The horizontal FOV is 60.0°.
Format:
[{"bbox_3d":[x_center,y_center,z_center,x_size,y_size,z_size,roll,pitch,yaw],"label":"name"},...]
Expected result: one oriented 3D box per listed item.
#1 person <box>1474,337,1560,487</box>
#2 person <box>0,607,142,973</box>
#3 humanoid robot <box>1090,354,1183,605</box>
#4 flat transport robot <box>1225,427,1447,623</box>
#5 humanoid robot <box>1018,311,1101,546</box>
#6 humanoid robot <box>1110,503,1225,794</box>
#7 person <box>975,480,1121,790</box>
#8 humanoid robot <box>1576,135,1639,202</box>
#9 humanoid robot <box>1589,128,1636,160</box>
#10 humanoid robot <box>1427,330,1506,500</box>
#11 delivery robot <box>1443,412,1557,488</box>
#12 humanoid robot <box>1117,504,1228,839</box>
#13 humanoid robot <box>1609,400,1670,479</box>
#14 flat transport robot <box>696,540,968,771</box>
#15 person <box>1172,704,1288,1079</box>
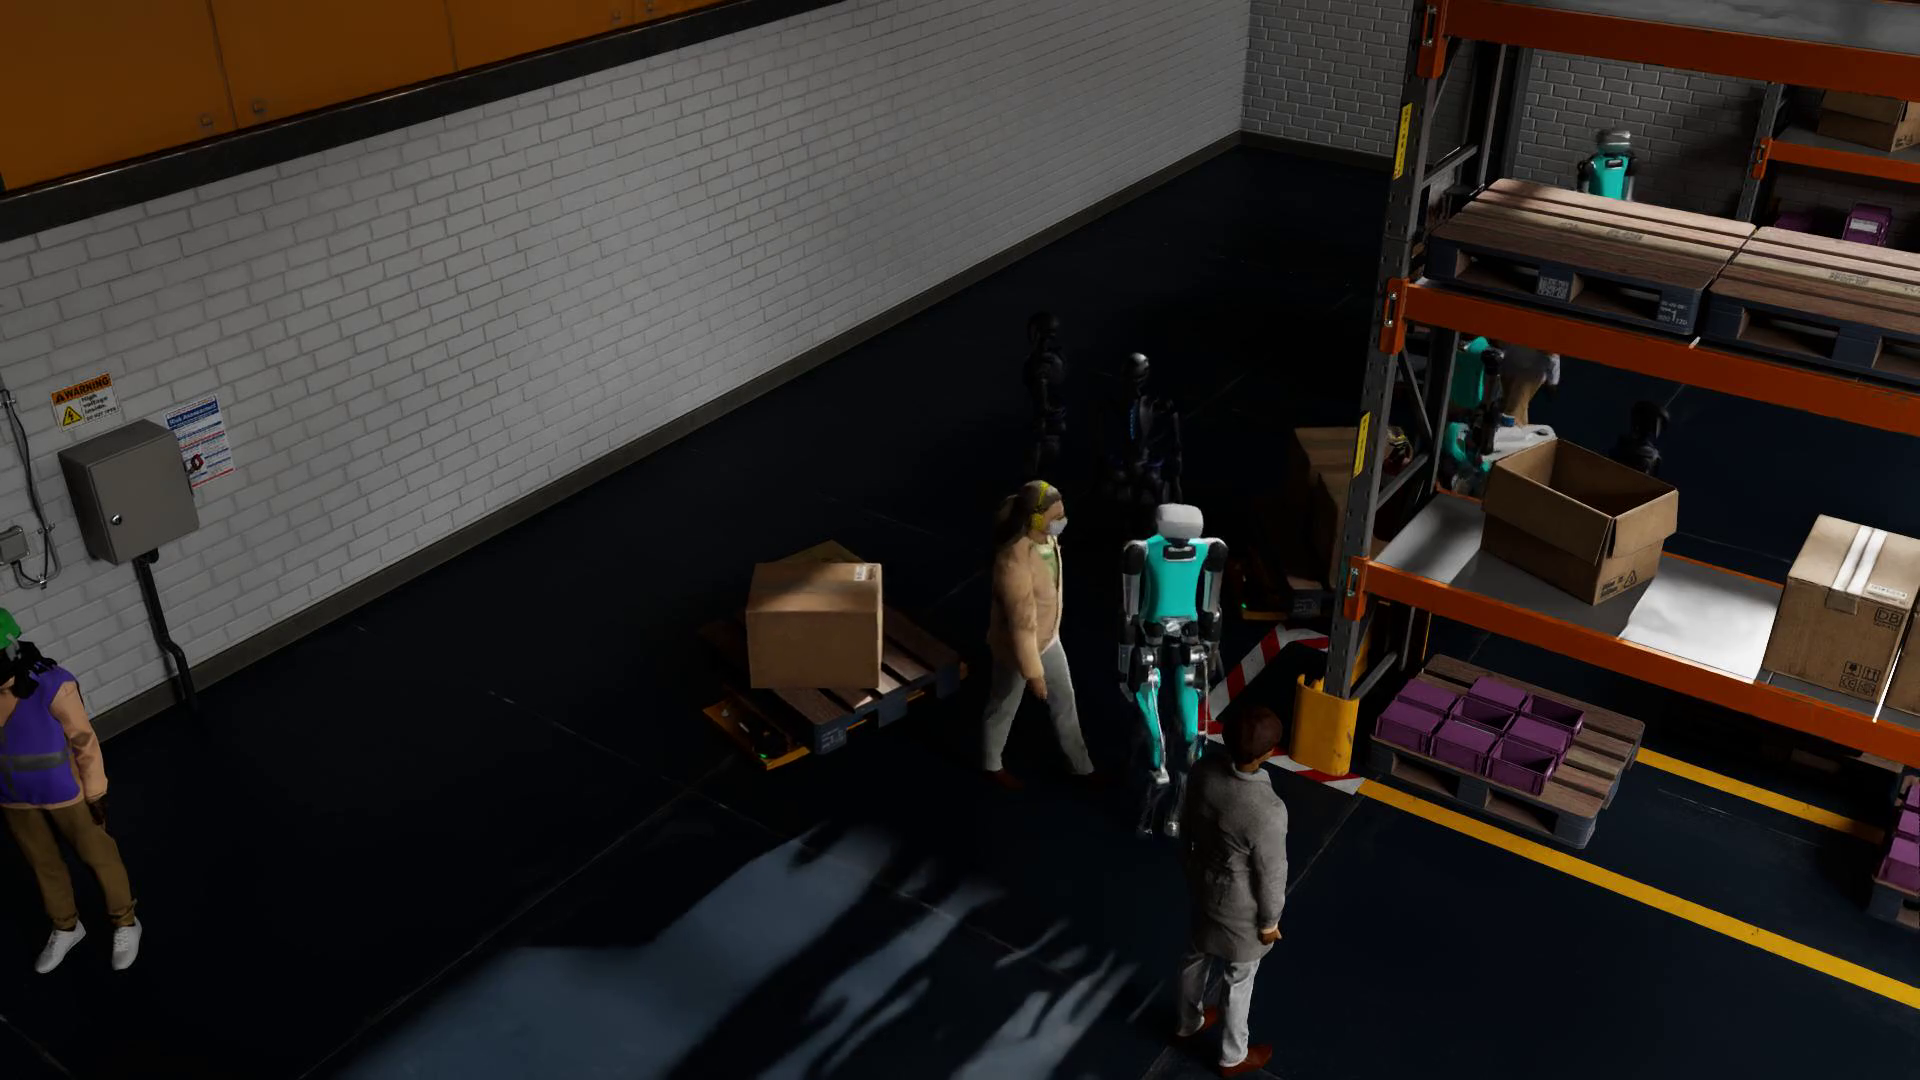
[{"bbox_3d":[3.895,-1.208,11.701,0.874,1.692,0.640,-17,34,-26],"label":"person"},{"bbox_3d":[-4.099,1.108,7.452,0.547,1.930,0.403,-1,30,-2],"label":"person"},{"bbox_3d":[1.107,-0.390,10.357,0.602,1.628,0.757,9,31,15],"label":"humanoid robot"},{"bbox_3d":[2.454,0.259,10.590,1.431,0.231,0.659,-1,30,-2],"label":"flat transport robot"},{"bbox_3d":[0.609,-0.721,10.927,0.653,1.661,0.599,3,30,4],"label":"humanoid robot"},{"bbox_3d":[1.087,0.566,8.645,0.600,1.654,0.362,-2,30,-3],"label":"humanoid robot"},{"bbox_3d":[0.447,0.560,8.495,0.867,1.844,0.573,17,34,27],"label":"person"},{"bbox_3d":[5.367,-2.341,13.712,0.550,1.855,0.759,-7,31,-13],"label":"humanoid robot"},{"bbox_3d":[5.223,-2.686,14.238,0.544,1.776,0.768,-21,36,-32],"label":"humanoid robot"},{"bbox_3d":[3.332,-0.736,10.800,0.707,1.745,0.542,-23,37,-34],"label":"humanoid robot"},{"bbox_3d":[3.872,-0.623,11.837,0.798,0.597,0.499,2,30,3],"label":"delivery robot"},{"bbox_3d":[1.080,0.778,8.285,0.551,1.837,0.805,-4,30,-7],"label":"humanoid robot"},{"bbox_3d":[3.875,-0.102,9.873,0.815,1.634,0.590,7,31,11],"label":"humanoid robot"},{"bbox_3d":[-0.705,0.841,9.581,1.431,0.231,0.659,-23,37,-34],"label":"flat transport robot"},{"bbox_3d":[1.142,1.462,6.940,0.363,1.830,0.517,-22,37,-33],"label":"person"}]
